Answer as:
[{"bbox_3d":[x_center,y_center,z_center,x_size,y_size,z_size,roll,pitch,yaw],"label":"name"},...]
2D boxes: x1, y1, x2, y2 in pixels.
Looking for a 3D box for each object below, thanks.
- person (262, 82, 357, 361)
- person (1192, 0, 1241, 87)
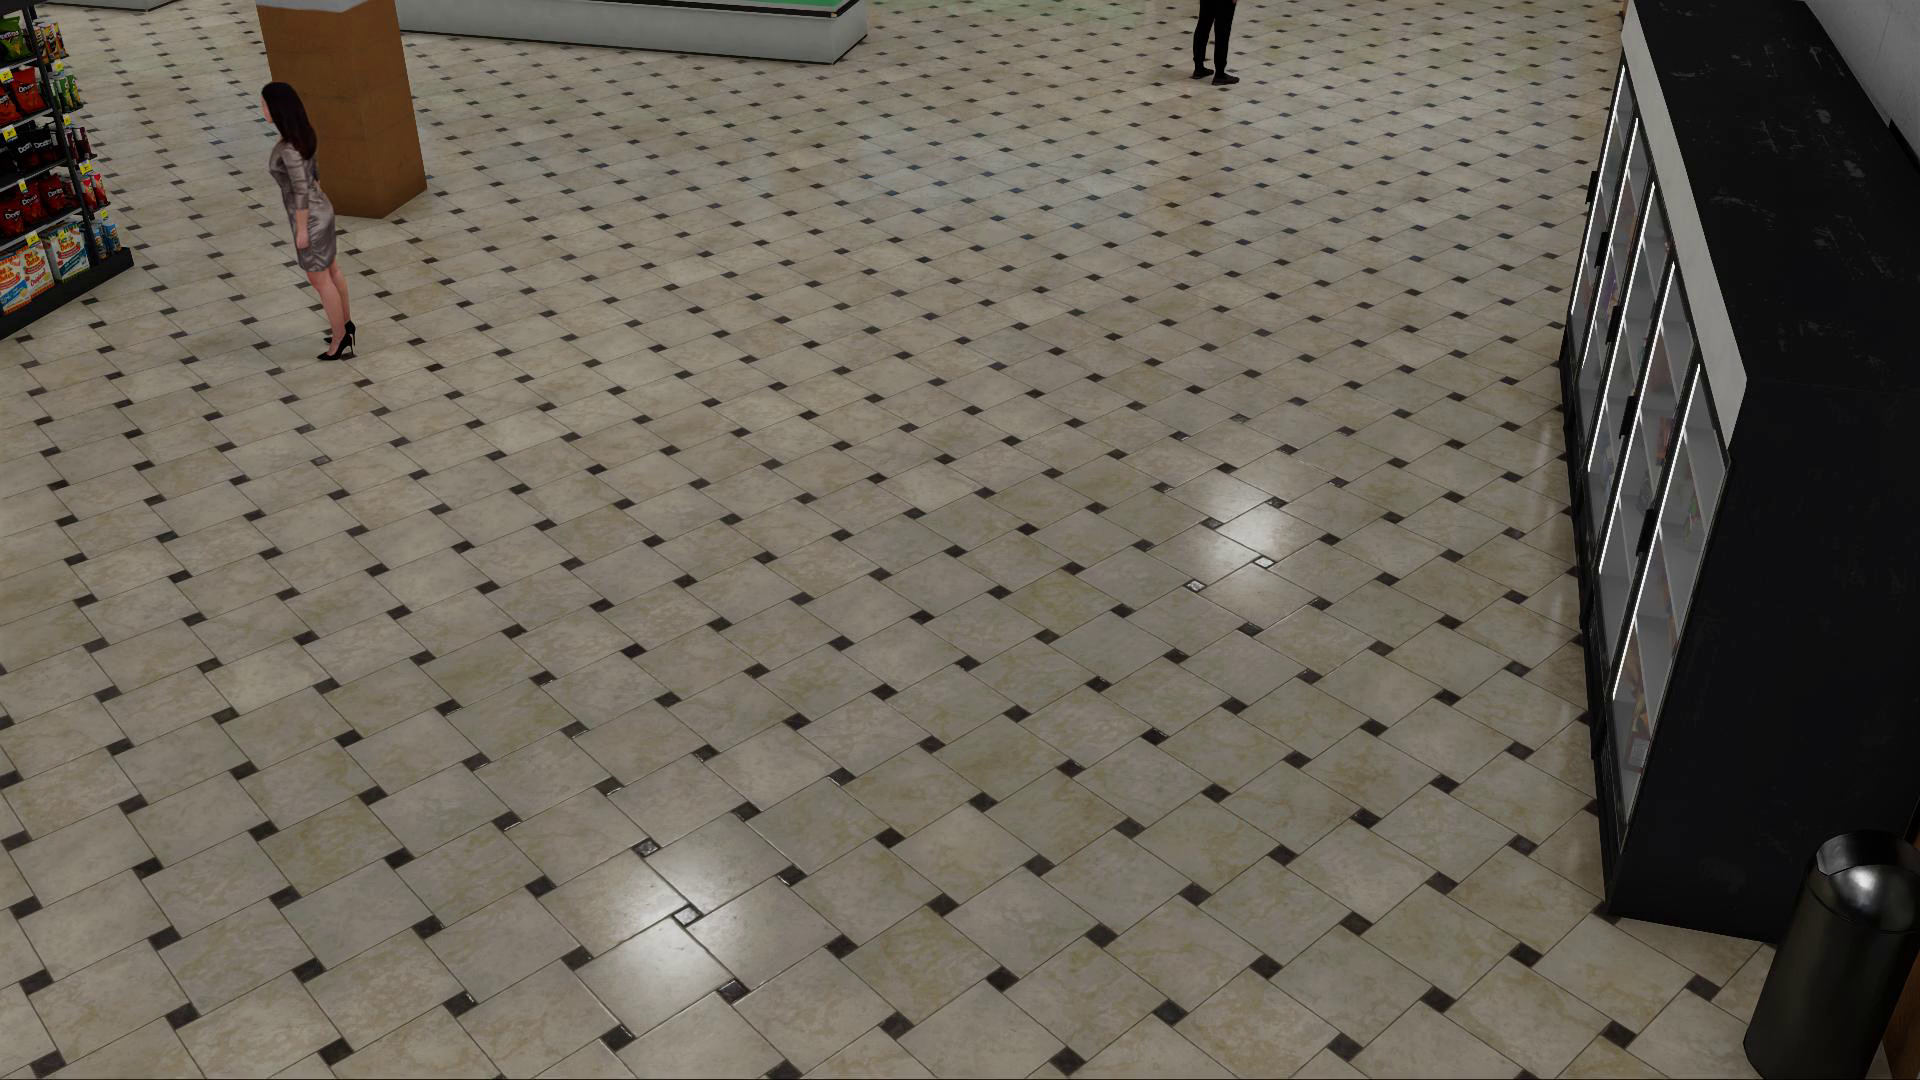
[{"bbox_3d":[-4.000,-1.956,10.251,0.630,1.744,0.667,-3,32,-5],"label":"person"},{"bbox_3d":[2.374,-5.112,15.314,0.762,1.755,0.680,-21,38,-30],"label":"person"}]
